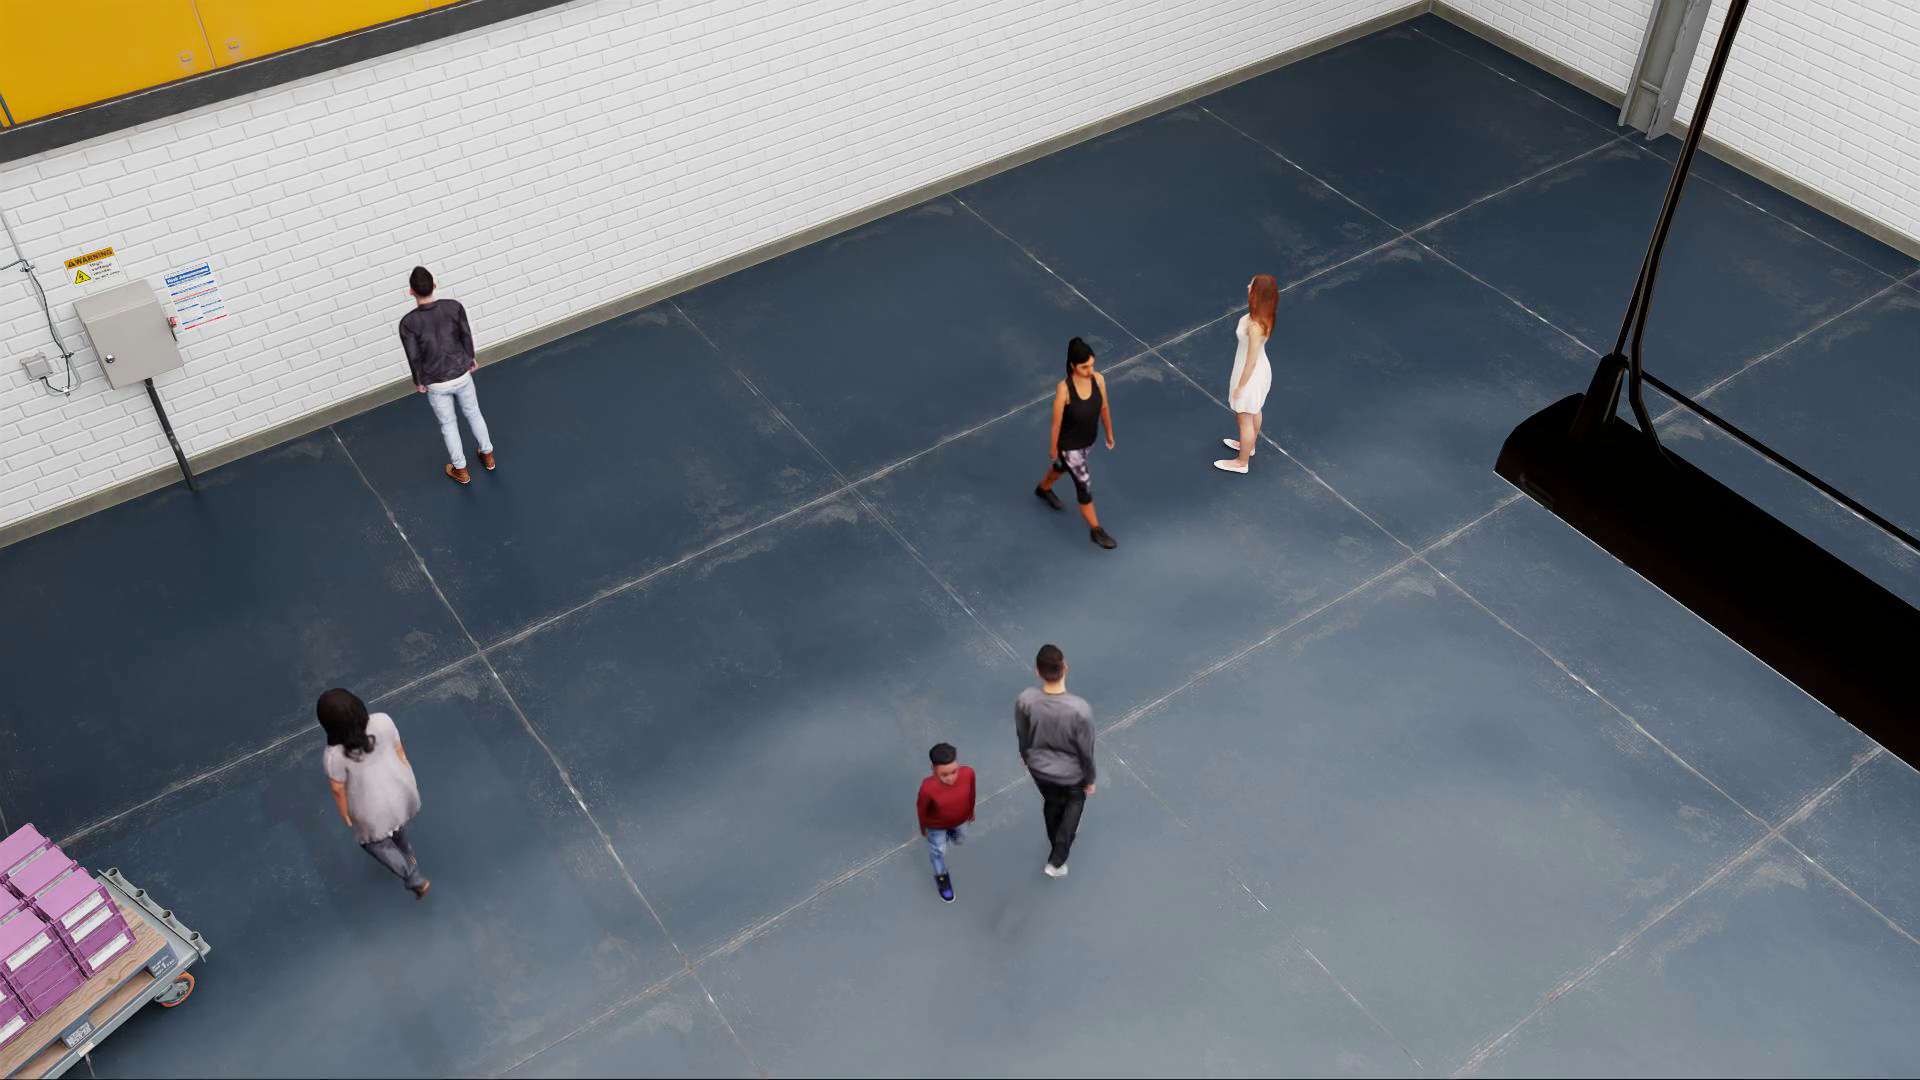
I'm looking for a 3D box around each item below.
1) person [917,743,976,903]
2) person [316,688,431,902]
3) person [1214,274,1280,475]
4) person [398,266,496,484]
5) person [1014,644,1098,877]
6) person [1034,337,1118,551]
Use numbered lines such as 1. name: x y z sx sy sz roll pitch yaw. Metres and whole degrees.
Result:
1. person: -0.101 1.548 9.653 0.578 1.242 0.757 -17 46 -17
2. person: -3.285 1.463 9.491 0.939 1.589 0.788 27 50 25
3. person: 2.146 -1.231 12.229 0.678 1.712 0.647 16 46 16
4. person: -3.734 -1.198 12.105 0.661 1.835 0.555 -29 51 -27
5. person: 0.528 1.344 9.505 0.868 1.741 0.924 16 46 17
6. person: 0.775 -0.757 11.798 0.685 1.620 1.103 -32 52 -29
